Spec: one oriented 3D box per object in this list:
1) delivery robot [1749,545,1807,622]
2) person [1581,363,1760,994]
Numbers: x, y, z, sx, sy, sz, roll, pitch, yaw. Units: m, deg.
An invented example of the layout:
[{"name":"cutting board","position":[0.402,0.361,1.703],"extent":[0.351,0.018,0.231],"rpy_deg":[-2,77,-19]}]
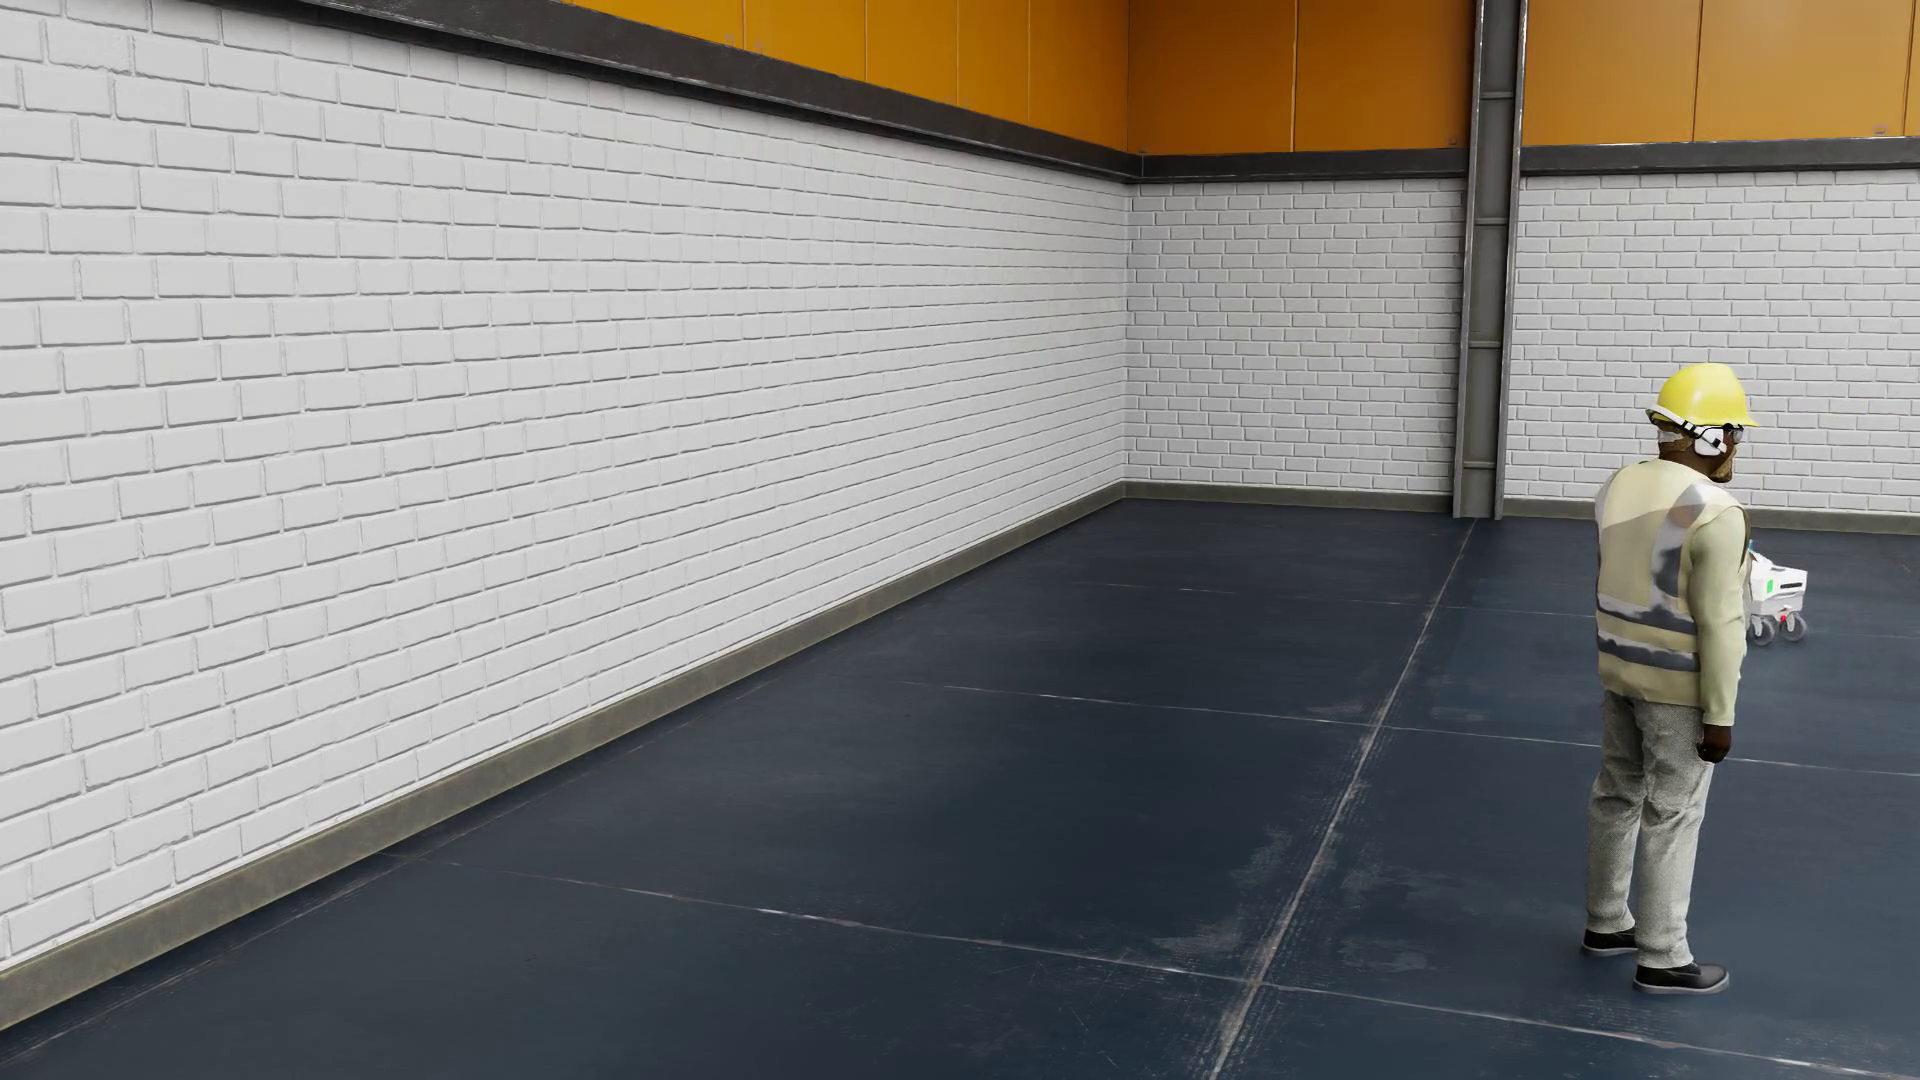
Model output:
[{"name":"delivery robot","position":[4.467,0.233,9.549],"extent":[0.477,0.478,0.707],"rpy_deg":[-4,10,-26]},{"name":"person","position":[2.065,0.401,4.830],"extent":[0.403,1.824,0.592],"rpy_deg":[-2,9,-13]}]
